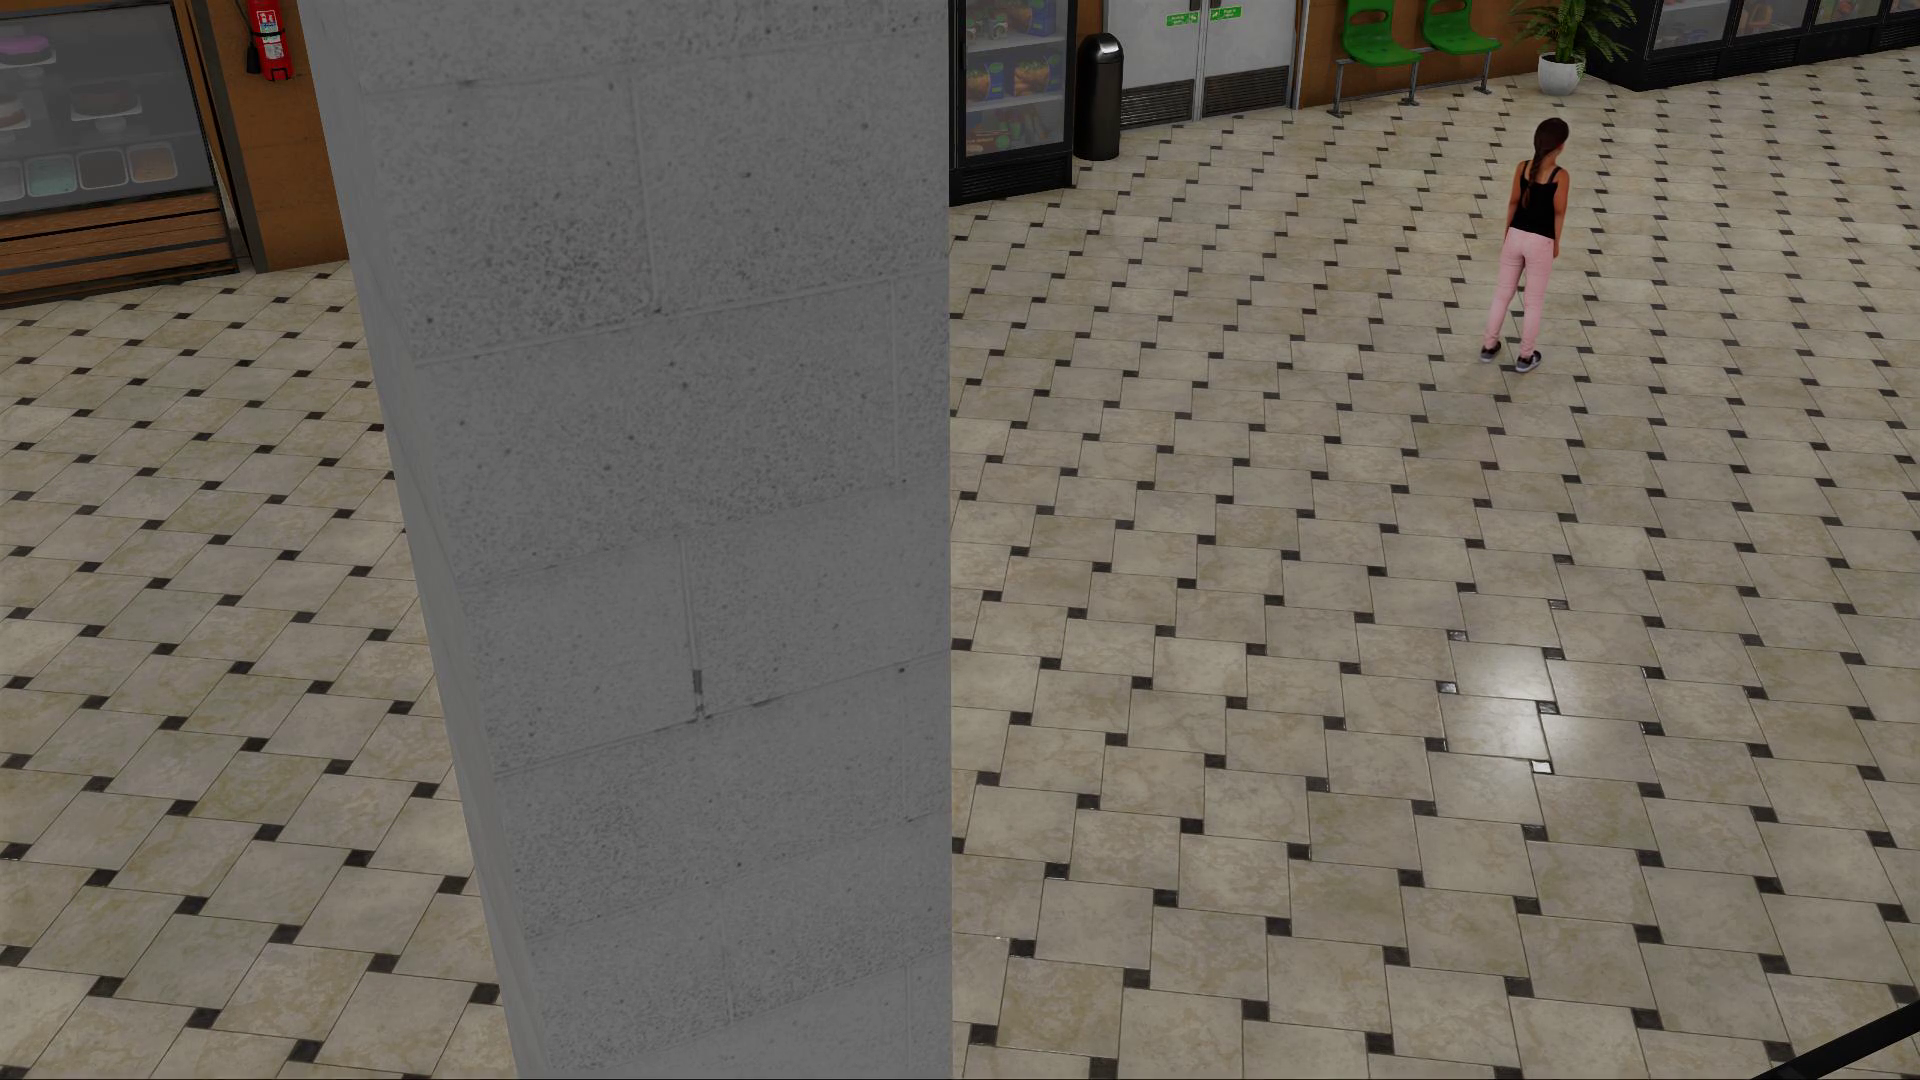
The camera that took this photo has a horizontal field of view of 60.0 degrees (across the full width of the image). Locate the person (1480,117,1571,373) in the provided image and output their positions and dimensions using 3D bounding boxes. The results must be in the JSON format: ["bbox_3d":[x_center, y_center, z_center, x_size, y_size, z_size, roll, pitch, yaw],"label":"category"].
[{"bbox_3d":[3.467,-1.796,10.123,0.541,1.562,0.642,24,39,34],"label":"person"}]
